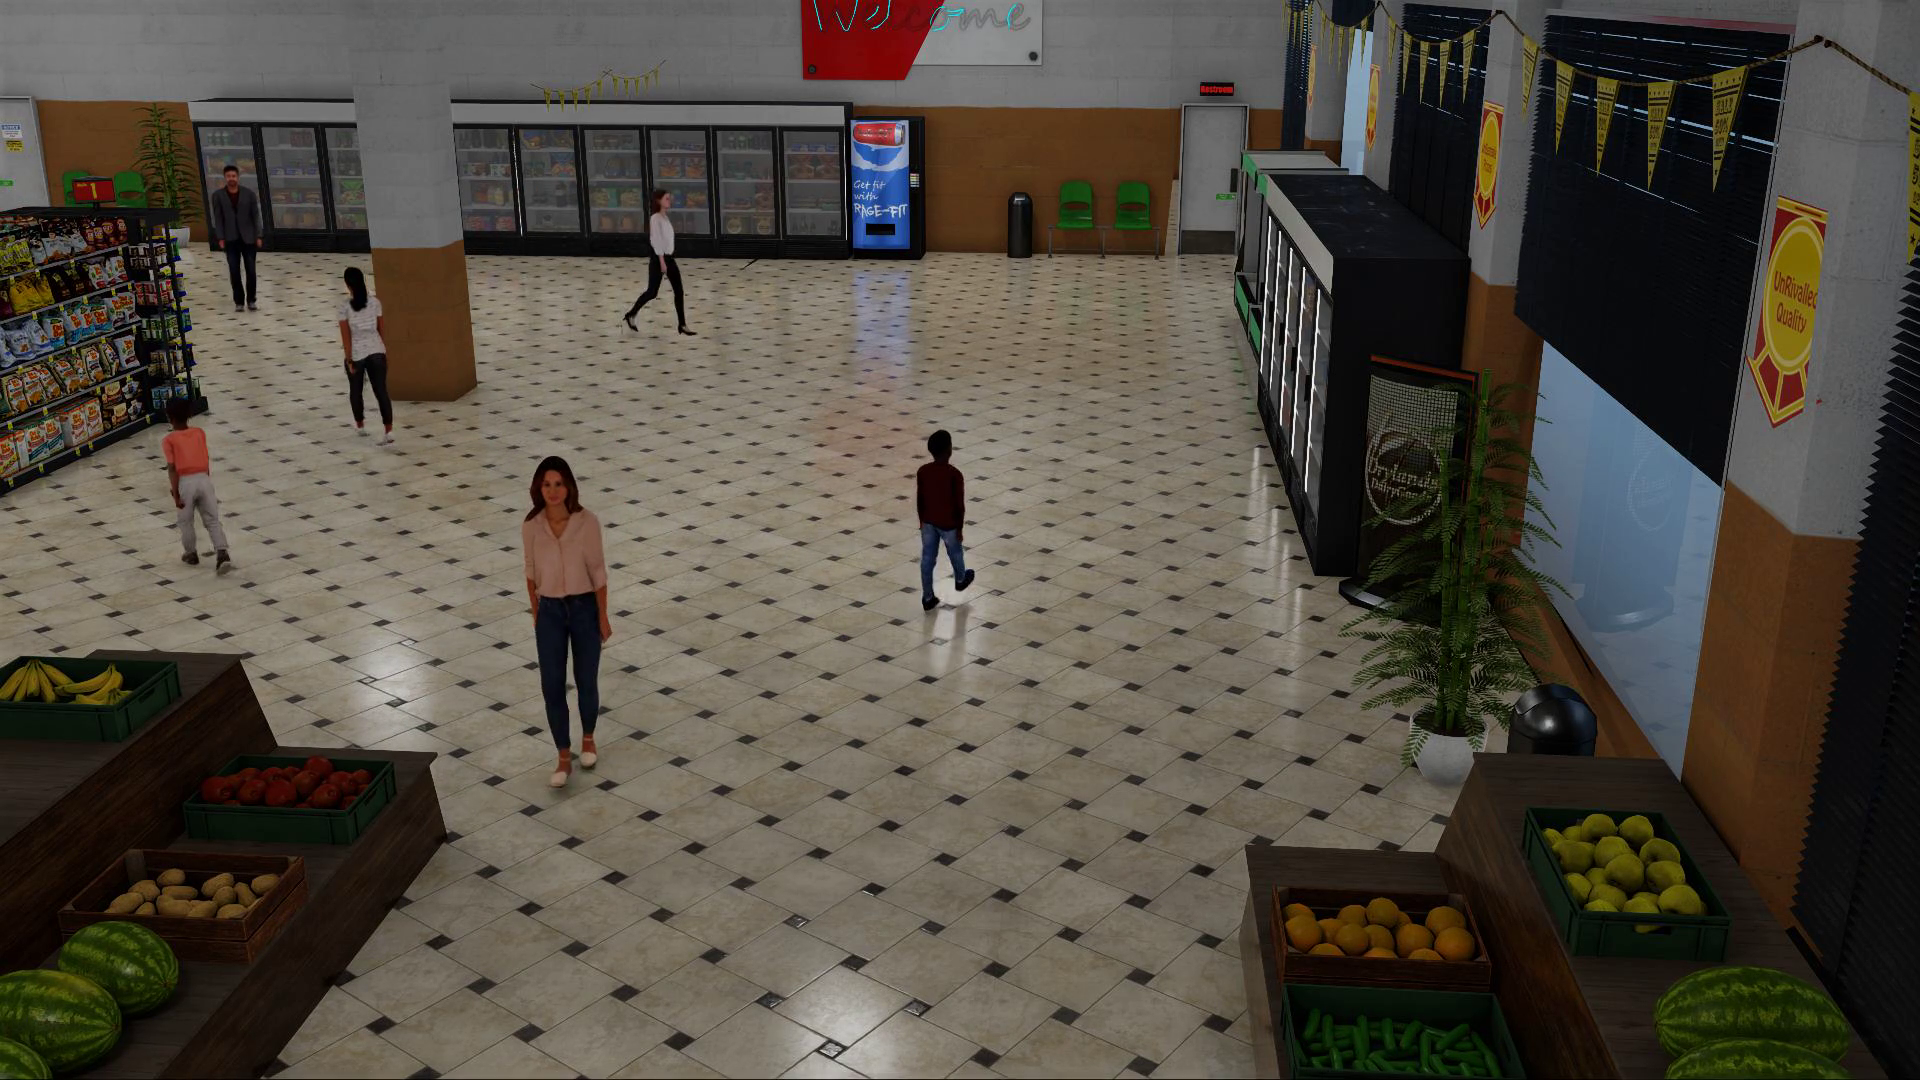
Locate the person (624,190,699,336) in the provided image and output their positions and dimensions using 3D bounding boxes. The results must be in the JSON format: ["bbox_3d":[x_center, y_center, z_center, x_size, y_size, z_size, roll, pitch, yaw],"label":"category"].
[{"bbox_3d":[-3.619,-3.247,19.722,0.766,1.726,1.098,5,19,13],"label":"person"}]

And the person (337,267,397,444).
[{"bbox_3d":[-5.370,-1.639,15.144,1.002,1.602,1.167,-11,22,-30],"label":"person"}]

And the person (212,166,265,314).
[{"bbox_3d":[-9.251,-3.864,21.349,0.949,1.855,1.042,-9,21,-25],"label":"person"}]

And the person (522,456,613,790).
[{"bbox_3d":[-2.064,0.388,8.876,0.690,1.767,0.830,-2,19,-7],"label":"person"}]

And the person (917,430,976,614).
[{"bbox_3d":[-0.153,-0.101,11.170,0.653,1.228,0.886,7,20,19],"label":"person"}]

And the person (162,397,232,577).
[{"bbox_3d":[-5.441,-0.377,11.874,0.865,1.301,0.904,-16,24,-39],"label":"person"}]
